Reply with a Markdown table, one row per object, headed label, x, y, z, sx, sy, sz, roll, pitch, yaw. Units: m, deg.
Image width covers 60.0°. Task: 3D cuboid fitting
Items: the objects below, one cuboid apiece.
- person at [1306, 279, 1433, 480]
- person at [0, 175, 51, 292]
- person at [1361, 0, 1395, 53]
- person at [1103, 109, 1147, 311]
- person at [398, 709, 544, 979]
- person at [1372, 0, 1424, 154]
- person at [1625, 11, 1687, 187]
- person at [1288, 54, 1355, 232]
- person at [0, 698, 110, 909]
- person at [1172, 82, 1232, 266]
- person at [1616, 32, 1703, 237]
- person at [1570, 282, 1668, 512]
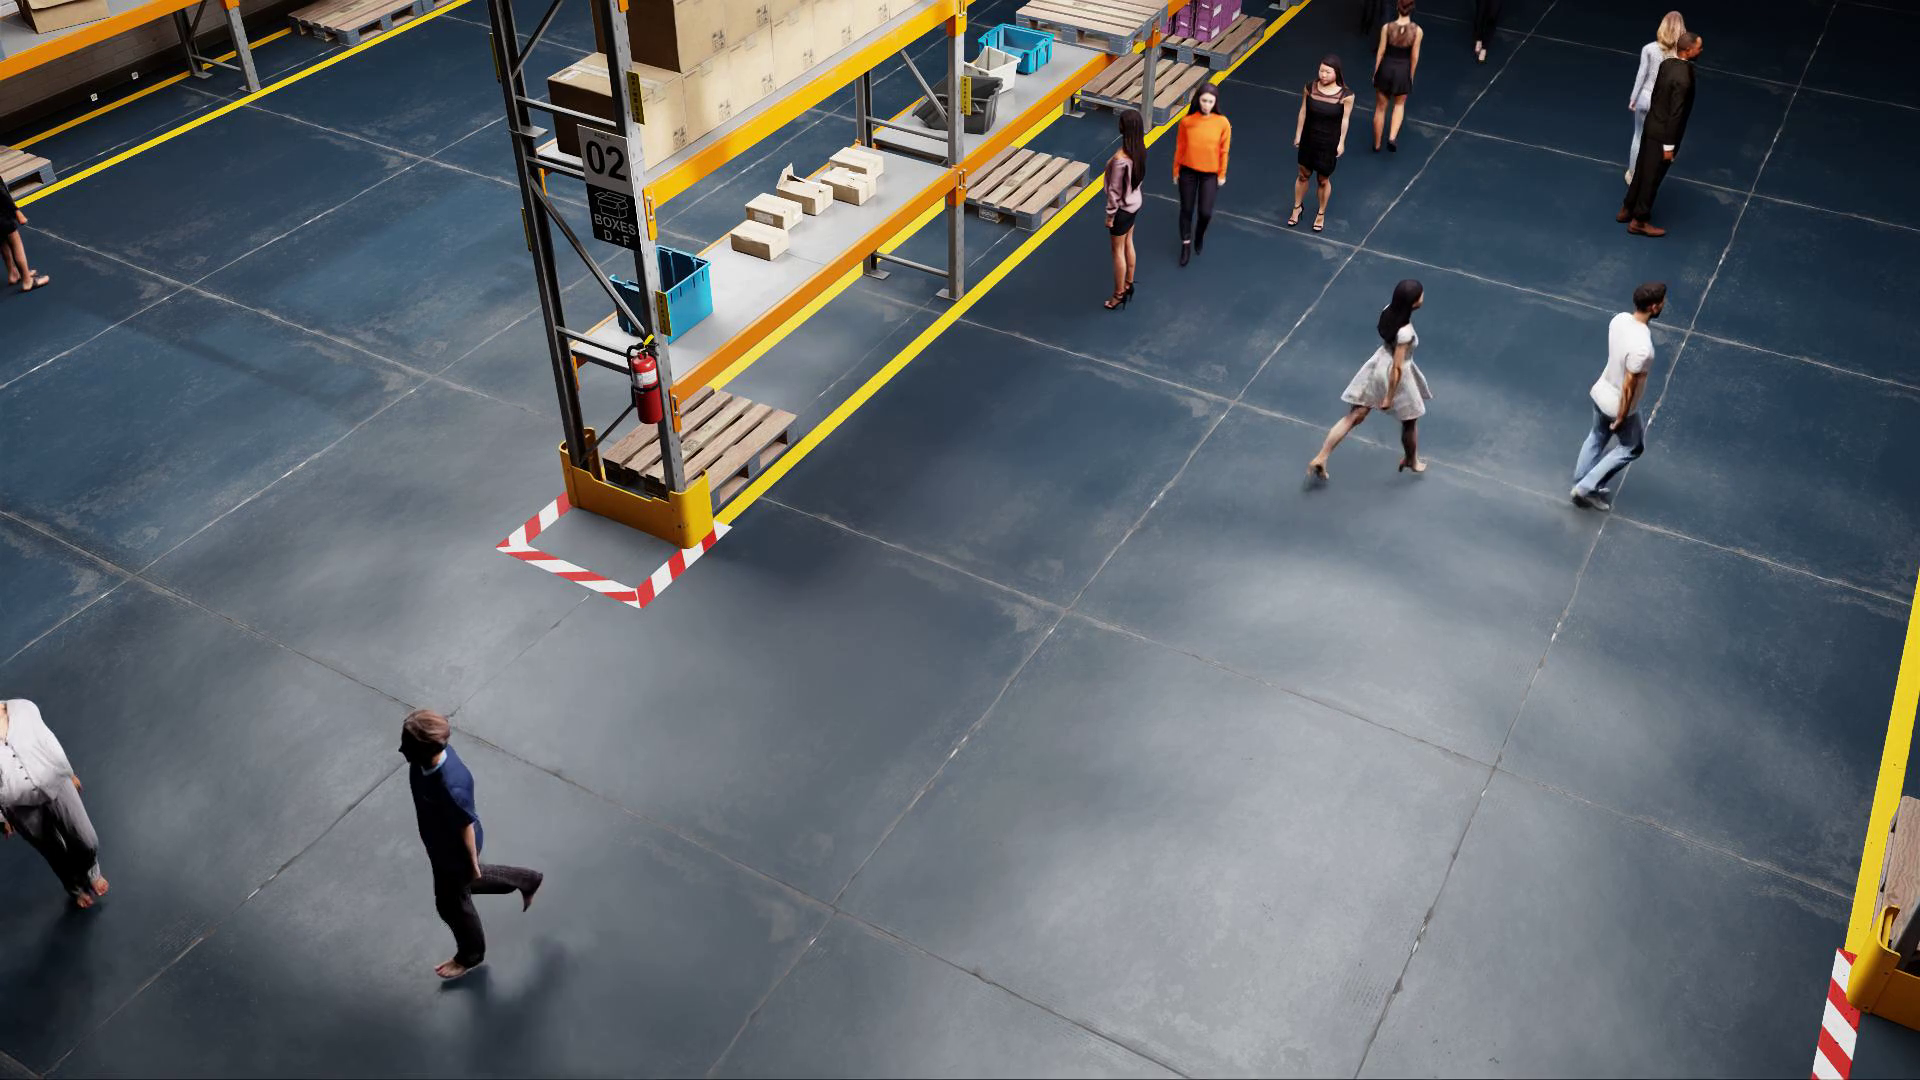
| label | x | y | z | sx | sy | sz | roll | pitch | yaw |
| --- | --- | --- | --- | --- | --- | --- | --- | --- | --- |
| person | 3.037 | -1.112 | 12.206 | 1.193 | 1.722 | 1.158 | -8 | 39 | -10 |
| person | -8.482 | -2.878 | 14.554 | 0.580 | 1.552 | 0.586 | 21 | 43 | 25 |
| person | 4.806 | -6.387 | 18.780 | 1.044 | 1.763 | 1.324 | 1 | 39 | 1 |
| person | 1.419 | -2.825 | 14.281 | 0.664 | 1.811 | 0.455 | 21 | 43 | 24 |
| person | -2.584 | 1.556 | 8.761 | 1.057 | 1.853 | 0.915 | -23 | 44 | -26 |
| person | 4.339 | -4.620 | 16.646 | 0.681 | 1.664 | 0.777 | 7 | 39 | 9 |
| person | 6.671 | -4.151 | 15.970 | 0.672 | 1.775 | 0.965 | 14 | 41 | 16 |
| person | 3.338 | -3.685 | 15.432 | 0.634 | 1.718 | 0.578 | 19 | 42 | 22 |
| person | -5.107 | 1.336 | 9.112 | 0.672 | 1.758 | 0.766 | -28 | 47 | -31 |
| person | 2.166 | -3.318 | 14.958 | 0.713 | 1.736 | 0.736 | 10 | 40 | 13 |
| person | 6.487 | -3.768 | 15.387 | 0.852 | 1.904 | 0.729 | 1 | 39 | 2 |
| person | 4.655 | -1.017 | 11.989 | 0.856 | 1.845 | 0.774 | -4 | 39 | -4 |
